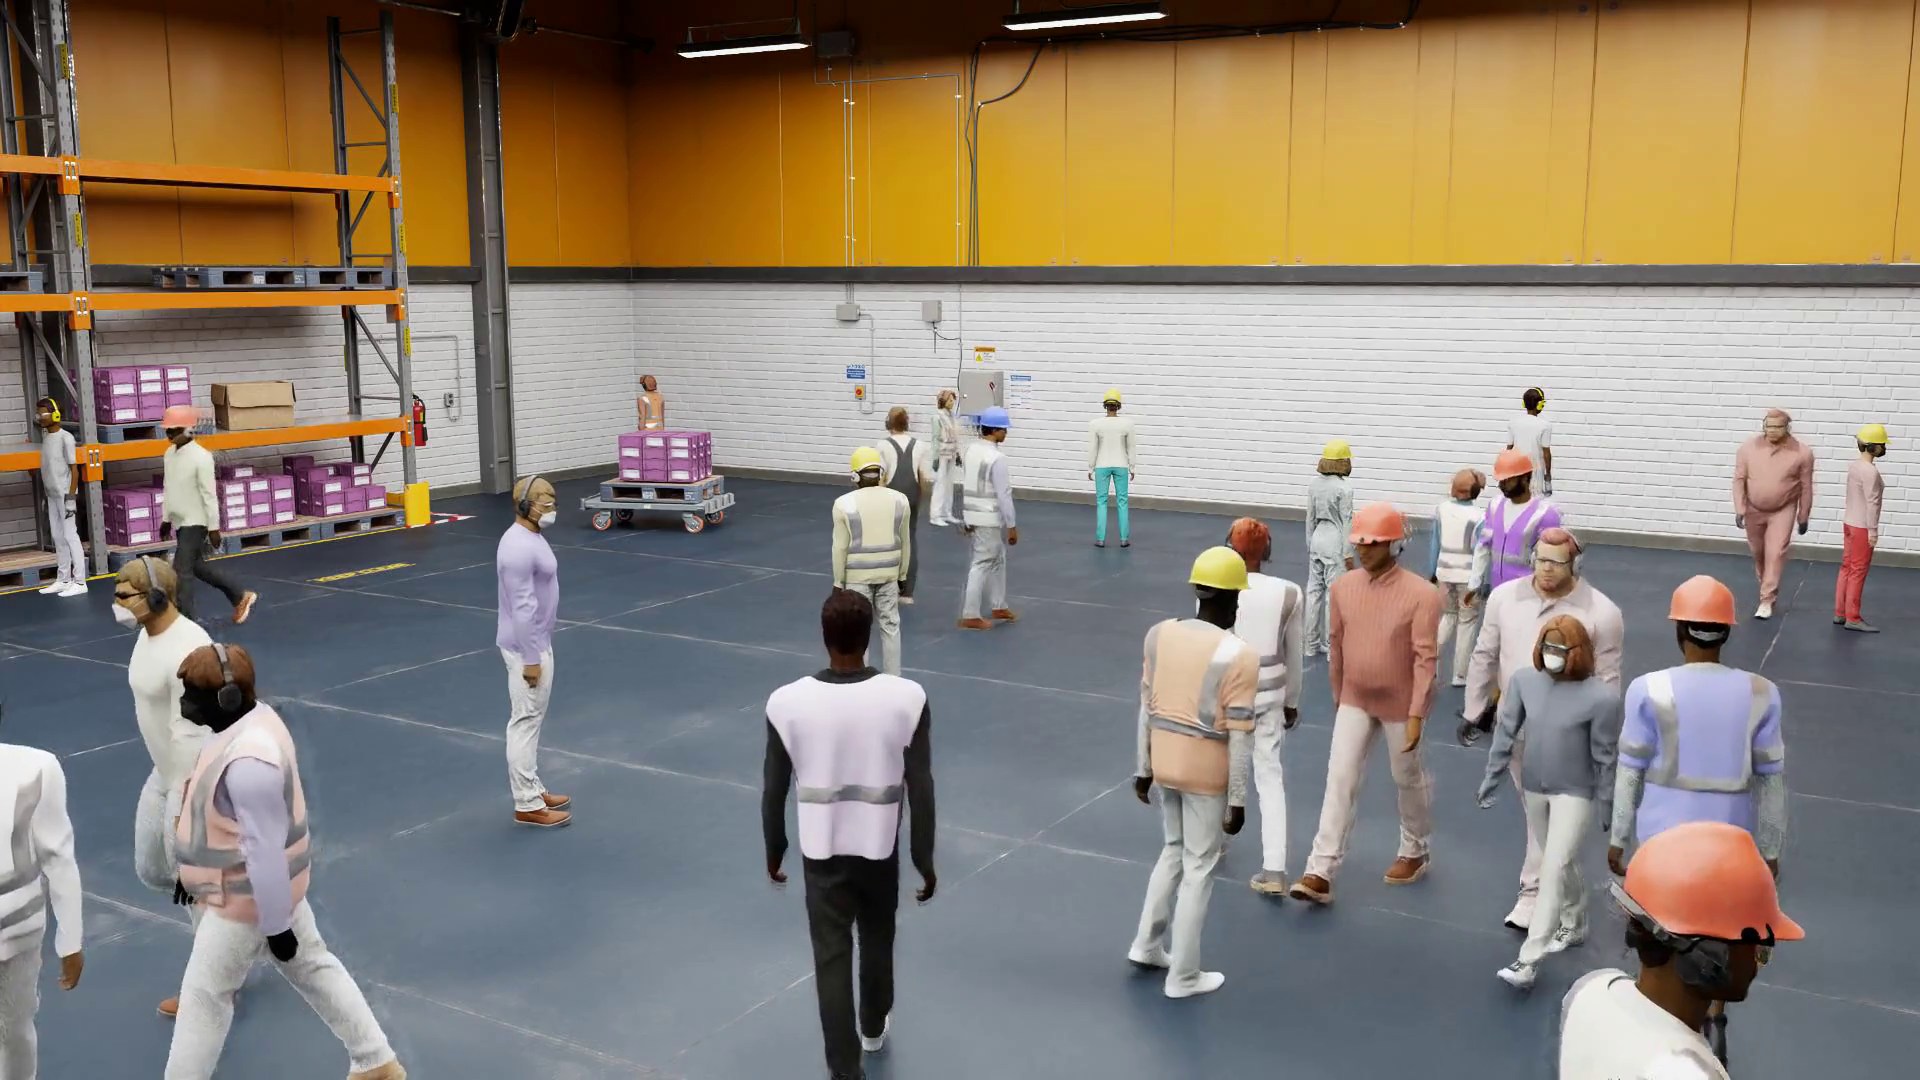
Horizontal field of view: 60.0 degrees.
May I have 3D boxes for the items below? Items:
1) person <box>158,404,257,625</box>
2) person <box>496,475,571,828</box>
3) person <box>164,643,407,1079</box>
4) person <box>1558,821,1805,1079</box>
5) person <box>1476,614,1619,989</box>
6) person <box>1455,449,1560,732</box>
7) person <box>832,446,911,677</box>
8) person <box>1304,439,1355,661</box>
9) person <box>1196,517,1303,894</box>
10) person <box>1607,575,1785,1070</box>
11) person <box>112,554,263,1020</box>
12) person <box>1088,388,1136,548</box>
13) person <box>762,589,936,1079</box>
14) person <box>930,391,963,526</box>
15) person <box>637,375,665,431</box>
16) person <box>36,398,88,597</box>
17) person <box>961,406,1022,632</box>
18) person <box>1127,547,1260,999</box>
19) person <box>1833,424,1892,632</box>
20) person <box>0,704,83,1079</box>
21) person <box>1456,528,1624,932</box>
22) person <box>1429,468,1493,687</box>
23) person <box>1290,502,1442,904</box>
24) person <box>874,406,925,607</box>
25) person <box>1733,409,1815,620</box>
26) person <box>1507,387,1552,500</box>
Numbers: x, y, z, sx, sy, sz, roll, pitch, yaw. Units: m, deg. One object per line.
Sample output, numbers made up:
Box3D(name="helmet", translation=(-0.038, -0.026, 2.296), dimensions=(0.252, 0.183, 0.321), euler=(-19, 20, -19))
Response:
Box3D(name="person", translation=(-6.372, -0.171, 13.944), dimensions=(0.616, 1.964, 0.888), euler=(8, 12, 41))
Box3D(name="person", translation=(-2.360, 0.606, 9.175), dimensions=(0.371, 1.935, 0.627), euler=(-2, 9, -10))
Box3D(name="person", translation=(-2.468, 1.220, 5.824), dimensions=(0.999, 1.794, 0.628), euler=(-3, 10, -18))
Box3D(name="person", translation=(1.328, 1.515, 3.194), dimensions=(0.435, 2.027, 0.613), euler=(-1, 9, -3))
Box3D(name="person", translation=(2.543, 1.100, 7.178), dimensions=(0.869, 1.587, 0.515), euler=(-7, 11, -36))
Box3D(name="person", translation=(3.685, 0.328, 11.137), dimensions=(0.993, 1.866, 0.536), euler=(-5, 10, -28))
Box3D(name="person", translation=(-0.637, 0.245, 11.757), dimensions=(0.587, 1.828, 0.404), euler=(-4, 10, -25))
Box3D(name="person", translation=(2.926, 0.075, 13.075), dimensions=(0.310, 1.744, 0.486), euler=(-5, 10, -28))
Box3D(name="person", translation=(1.452, 0.799, 8.307), dimensions=(0.589, 1.834, 0.999), euler=(-2, 9, -11))
Box3D(name="person", translation=(2.733, 1.090, 6.208), dimensions=(0.576, 1.915, 0.474), euler=(1, 9, 5))
Box3D(name="person", translation=(-3.165, 0.996, 6.786), dimensions=(0.428, 1.919, 0.666), euler=(-8, 12, -41))
Box3D(name="person", translation=(1.678, -0.796, 18.444), dimensions=(0.533, 1.767, 0.327), euler=(0, 9, 0))
Box3D(name="person", translation=(-0.421, 1.104, 6.208), dimensions=(0.625, 1.880, 0.910), euler=(-1, 9, -6))
Box3D(name="person", translation=(-0.171, -0.983, 20.049), dimensions=(0.331, 1.627, 0.556), euler=(5, 10, 28))
Box3D(name="person", translation=(-4.272, -1.466, 23.026), dimensions=(0.311, 1.636, 0.521), euler=(5, 11, 31))
Box3D(name="person", translation=(-8.496, -0.400, 15.667), dimensions=(0.516, 1.867, 0.327), euler=(6, 11, 32))
Box3D(name="person", translation=(0.333, -0.178, 14.111), dimensions=(0.796, 1.915, 0.637), euler=(-4, 10, -26))
Box3D(name="person", translation=(1.005, 0.973, 7.023), dimensions=(0.484, 1.899, 0.606), euler=(-8, 12, -41))
Box3D(name="person", translation=(7.692, -0.107, 14.147), dimensions=(0.310, 1.768, 0.533), euler=(2, 9, 10))
Box3D(name="person", translation=(-3.155, 1.273, 5.360), dimensions=(0.582, 1.834, 0.999), euler=(-6, 11, -31))
Box3D(name="person", translation=(2.759, 0.851, 7.911), dimensions=(0.657, 1.853, 1.014), euler=(8, 12, 41))
Box3D(name="person", translation=(3.658, 0.283, 12.150), dimensions=(0.395, 1.621, 0.532), euler=(-7, 11, -36))
Box3D(name="person", translation=(1.998, 0.786, 8.020), dimensions=(0.609, 1.938, 1.025), euler=(7, 12, 38))
Box3D(name="person", translation=(-0.589, -0.322, 15.319), dimensions=(0.523, 1.815, 0.780), euler=(-4, 10, -23))
Box3D(name="person", translation=(7.285, -0.268, 14.920), dimensions=(0.622, 1.853, 1.034), euler=(7, 12, 38))
Box3D(name="person", translation=(5.849, -0.633, 17.104), dimensions=(0.335, 1.873, 0.521), euler=(-8, 12, -41))
